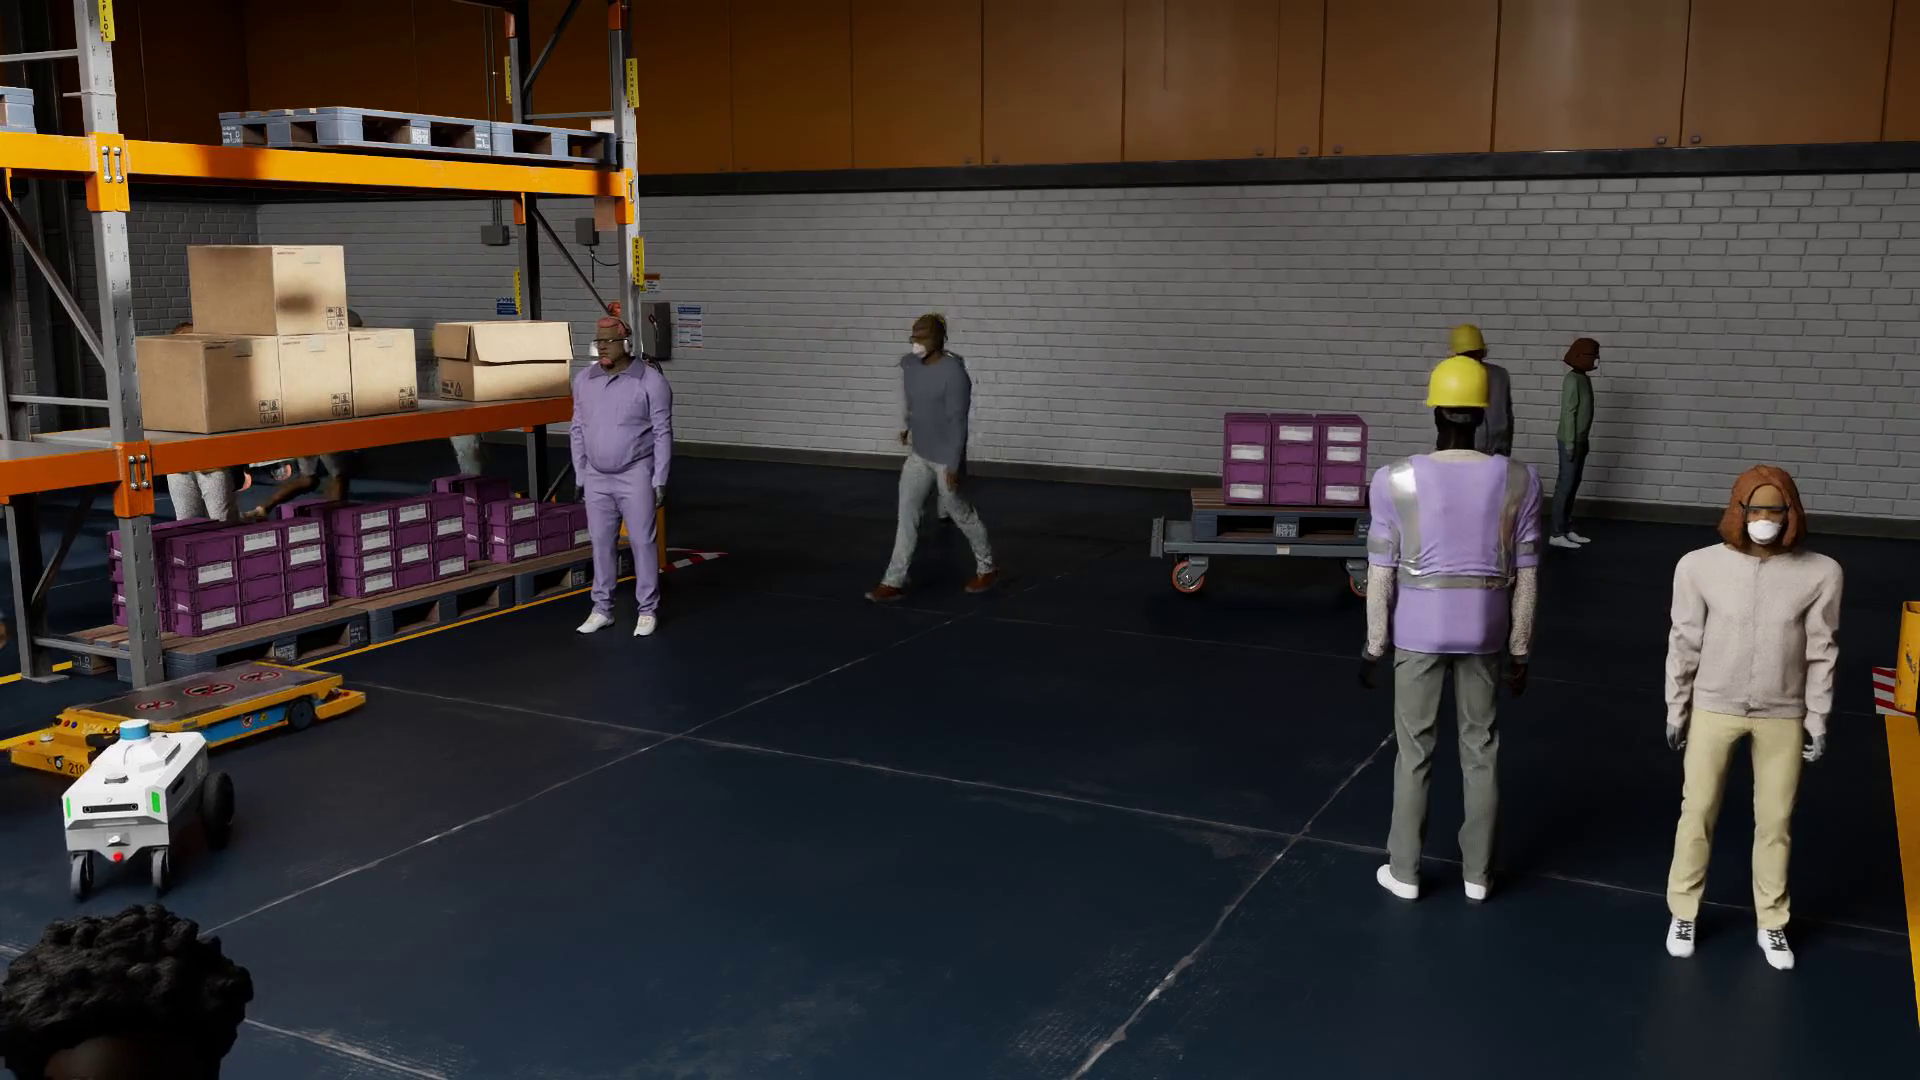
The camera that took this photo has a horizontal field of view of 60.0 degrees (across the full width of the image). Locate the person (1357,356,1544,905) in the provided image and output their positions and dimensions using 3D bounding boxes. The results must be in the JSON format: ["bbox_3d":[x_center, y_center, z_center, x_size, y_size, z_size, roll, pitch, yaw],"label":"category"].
[{"bbox_3d":[1.700,0.326,5.830,0.612,1.924,0.387,1,10,5],"label":"person"}]

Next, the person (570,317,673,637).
[{"bbox_3d":[-2.031,-0.370,9.904,0.642,1.909,0.399,3,10,15],"label":"person"}]

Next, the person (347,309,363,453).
[{"bbox_3d":[-7.058,-1.931,18.844,0.374,1.937,0.653,9,14,44],"label":"person"}]

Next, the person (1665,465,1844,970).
[{"bbox_3d":[2.515,0.565,5.315,0.495,1.626,0.284,3,10,19],"label":"person"}]

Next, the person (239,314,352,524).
[{"bbox_3d":[-4.860,-0.824,12.274,0.877,2.008,0.612,-7,12,-37],"label":"person"}]

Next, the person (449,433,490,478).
[{"bbox_3d":[-3.808,-0.759,12.670,0.556,1.731,0.489,-7,12,-34],"label":"person"}]

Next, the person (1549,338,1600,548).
[{"bbox_3d":[4.793,-0.756,12.953,0.270,1.628,0.500,6,12,33],"label":"person"}]

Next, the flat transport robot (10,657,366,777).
[{"bbox_3d":[-3.568,0.812,7.790,0.652,0.197,1.431,5,11,26],"label":"flat transport robot"}]

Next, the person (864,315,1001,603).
[{"bbox_3d":[-0.135,-0.539,10.974,1.048,1.888,0.646,-9,13,-41],"label":"person"}]

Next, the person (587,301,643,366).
[{"bbox_3d":[-2.898,-1.088,14.148,0.349,1.879,0.577,7,12,35],"label":"person"}]

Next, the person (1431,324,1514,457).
[{"bbox_3d":[3.515,-0.566,11.345,0.612,1.799,0.565,-1,10,-5],"label":"person"}]

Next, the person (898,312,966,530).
[{"bbox_3d":[-0.243,-0.956,13.617,0.591,1.806,0.779,2,10,14],"label":"person"}]

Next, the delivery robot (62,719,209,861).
[{"bbox_3d":[-3.033,0.908,6.146,0.477,0.478,0.707,-2,10,-11],"label":"delivery robot"}]

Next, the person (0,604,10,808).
[{"bbox_3d":[-3.883,0.245,6.318,0.666,1.914,0.780,4,10,20],"label":"person"}]

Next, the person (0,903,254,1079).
[{"bbox_3d":[-0.762,1.162,1.641,0.537,1.695,0.320,-6,11,-29],"label":"person"}]

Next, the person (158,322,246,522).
[{"bbox_3d":[-4.900,-0.478,10.722,0.633,1.843,0.429,2,10,9],"label":"person"}]

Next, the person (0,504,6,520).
[{"bbox_3d":[-8.405,-1.111,14.144,0.594,1.922,0.385,-2,10,-9],"label":"person"}]
